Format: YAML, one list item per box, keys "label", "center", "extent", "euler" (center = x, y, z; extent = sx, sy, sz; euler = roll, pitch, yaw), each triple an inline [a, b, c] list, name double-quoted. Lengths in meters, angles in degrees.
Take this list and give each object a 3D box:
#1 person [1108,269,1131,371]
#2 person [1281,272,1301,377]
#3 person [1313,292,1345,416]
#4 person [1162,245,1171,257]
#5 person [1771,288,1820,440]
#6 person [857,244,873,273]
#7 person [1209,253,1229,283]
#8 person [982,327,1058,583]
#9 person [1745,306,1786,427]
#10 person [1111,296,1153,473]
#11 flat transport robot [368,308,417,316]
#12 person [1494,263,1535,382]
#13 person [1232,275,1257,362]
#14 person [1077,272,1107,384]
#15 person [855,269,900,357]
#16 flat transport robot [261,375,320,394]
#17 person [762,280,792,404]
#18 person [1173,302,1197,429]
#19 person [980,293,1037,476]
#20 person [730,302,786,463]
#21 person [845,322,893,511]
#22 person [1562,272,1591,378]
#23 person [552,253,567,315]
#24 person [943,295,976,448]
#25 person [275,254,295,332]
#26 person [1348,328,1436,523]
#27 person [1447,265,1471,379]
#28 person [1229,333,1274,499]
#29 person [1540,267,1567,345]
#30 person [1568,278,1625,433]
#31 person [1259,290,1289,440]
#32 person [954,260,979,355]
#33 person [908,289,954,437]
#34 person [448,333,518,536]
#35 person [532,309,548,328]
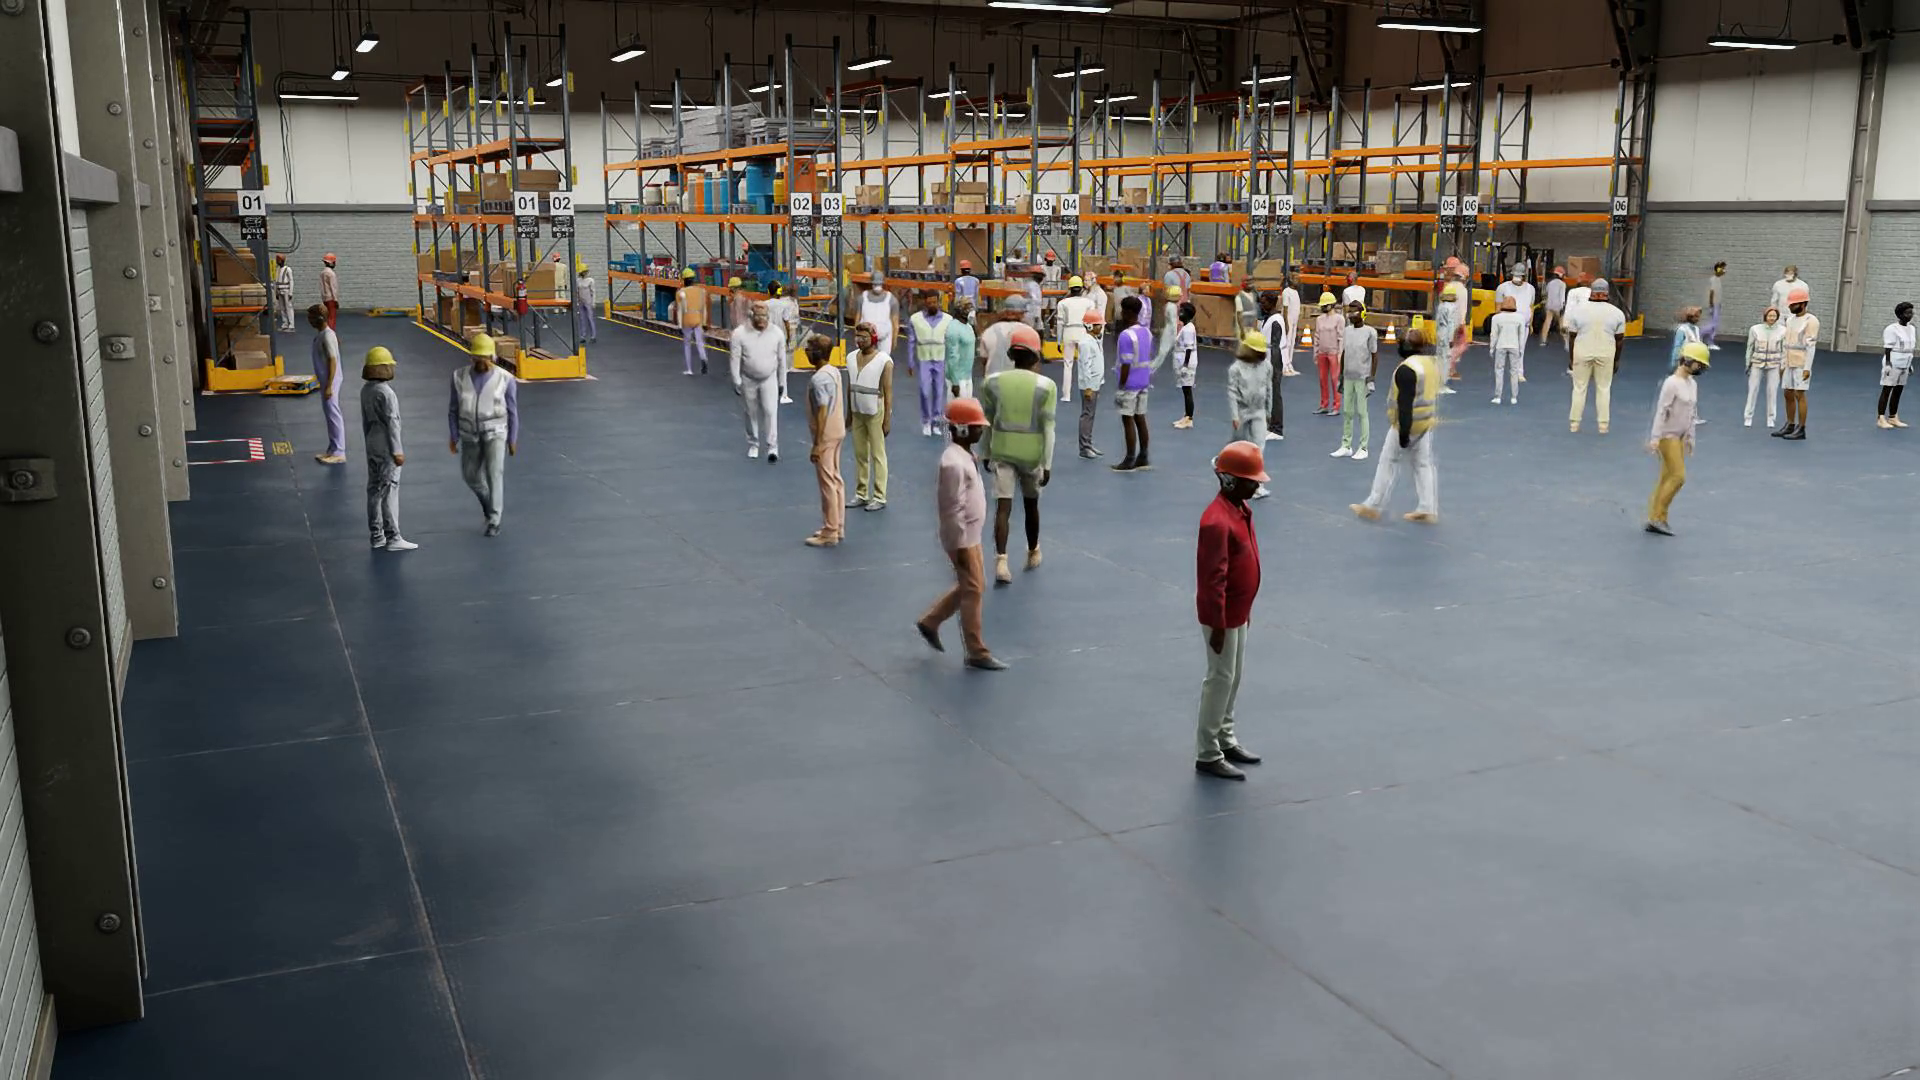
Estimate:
- label: "person"
  center: [2.885, -4.018, 30.444]
  extent: [0.607, 1.844, 0.551]
  euler: [-5, 12, -26]
- label: "person"
  center: [5.846, -3.806, 29.374]
  extent: [0.345, 1.847, 0.507]
  euler: [7, 13, 30]
- label: "person"
  center: [5.253, -2.652, 23.752]
  extent: [0.342, 1.752, 0.532]
  euler: [-8, 14, -36]
- label: "person"
  center: [6.874, -8.928, 55.475]
  extent: [0.405, 1.823, 0.591]
  euler: [0, 11, -1]
- label: "person"
  center: [10.665, -2.244, 21.243]
  extent: [0.387, 1.924, 0.550]
  euler: [-2, 11, -10]
- label: "person"
  center: [-2.823, -7.516, 47.839]
  extent: [0.616, 2.003, 1.018]
  euler: [-8, 13, -34]
- label: "person"
  center: [6.808, -6.579, 43.489]
  extent: [0.430, 1.839, 0.619]
  euler: [-9, 14, -38]
- label: "person"
  center: [0.453, -0.671, 13.084]
  extent: [0.631, 2.000, 1.040]
  euler: [2, 11, 11]
- label: "person"
  center: [10.882, -2.334, 22.447]
  extent: [0.519, 1.633, 0.314]
  euler: [5, 12, 26]
- label: "person"
  center: [1.916, -1.730, 18.539]
  extent: [0.361, 1.952, 0.612]
  euler: [7, 13, 33]
- label: "flat transport robot"
  center: [-15.717, -6.380, 46.465]
  extent: [1.431, 0.197, 0.652]
  euler: [0, 11, 2]
- label: "person"
  center: [9.487, -3.714, 28.407]
  extent: [0.674, 2.000, 0.537]
  euler: [0, 11, 0]
- label: "person"
  center: [4.866, -3.594, 28.319]
  extent: [0.433, 1.841, 0.587]
  euler: [9, 15, 40]
- label: "person"
  center: [2.205, -3.558, 27.992]
  extent: [0.395, 1.899, 0.642]
  euler: [-6, 13, -28]
- label: "person"
  center: [-1.275, -3.159, 25.585]
  extent: [0.700, 2.000, 0.549]
  euler: [1, 11, 3]
- label: "flat transport robot"
  center: [-10.766, -2.519, 26.843]
  extent: [0.652, 0.197, 1.431]
  euler: [-2, 11, -9]
- label: "person"
  center: [-2.799, -2.999, 25.225]
  extent: [0.531, 1.863, 0.322]
  euler: [2, 11, 11]
- label: "person"
  center: [3.018, -2.335, 22.273]
  extent: [0.316, 1.696, 0.540]
  euler: [1, 11, 6]
- label: "person"
  center: [0.544, -1.683, 18.082]
  extent: [0.700, 2.000, 0.575]
  euler: [6, 13, 28]
- label: "person"
  center: [-2.340, -1.826, 19.309]
  extent: [0.653, 1.846, 1.020]
  euler: [-2, 11, -9]
- label: "person"
  center: [-0.873, -1.203, 16.172]
  extent: [0.567, 1.841, 0.401]
  euler: [10, 15, 41]
- label: "person"
  center: [10.844, -3.748, 29.040]
  extent: [0.657, 1.856, 0.551]
  euler: [-3, 11, -13]
- label: "person"
  center: [-11.423, -7.274, 47.233]
  extent: [0.573, 1.749, 0.333]
  euler: [-10, 15, -42]
- label: "person"
  center: [0.011, -1.827, 19.076]
  extent: [0.379, 1.940, 0.629]
  euler: [4, 12, 18]
- label: "person"
  center: [-16.388, -5.978, 40.311]
  extent: [0.587, 1.882, 0.342]
  euler: [7, 13, 33]
- label: "person"
  center: [4.082, -1.069, 15.552]
  extent: [0.848, 1.807, 0.645]
  euler: [9, 14, 38]
- label: "person"
  center: [8.606, -3.756, 28.796]
  extent: [0.462, 1.971, 0.633]
  euler: [-2, 11, -11]
- label: "person"
  center: [2.947, -1.263, 16.848]
  extent: [0.497, 1.672, 0.890]
  euler: [-1, 11, -7]
- label: "person"
  center: [13.043, -5.094, 36.261]
  extent: [0.881, 1.699, 0.588]
  euler: [-5, 12, -23]
- label: "person"
  center: [8.339, -2.426, 21.859]
  extent: [0.683, 2.000, 0.536]
  euler: [4, 12, 17]
- label: "person"
  center: [3.989, -2.233, 21.228]
  extent: [0.397, 1.910, 0.587]
  euler: [0, 11, 0]
- label: "person"
  center: [0.119, -4.692, 33.676]
  extent: [0.546, 1.933, 0.381]
  euler: [-5, 12, -24]
- label: "person"
  center: [-0.335, -2.277, 21.444]
  extent: [0.619, 1.901, 0.596]
  euler: [-2, 11, -11]
- label: "person"
  center: [-4.279, -0.968, 15.037]
  extent: [0.597, 1.812, 0.692]
  euler: [0, 11, -1]
- label: "person"
  center: [-10.560, -6.167, 41.778]
  extent: [0.516, 1.724, 0.327]
  euler: [7, 13, 31]
